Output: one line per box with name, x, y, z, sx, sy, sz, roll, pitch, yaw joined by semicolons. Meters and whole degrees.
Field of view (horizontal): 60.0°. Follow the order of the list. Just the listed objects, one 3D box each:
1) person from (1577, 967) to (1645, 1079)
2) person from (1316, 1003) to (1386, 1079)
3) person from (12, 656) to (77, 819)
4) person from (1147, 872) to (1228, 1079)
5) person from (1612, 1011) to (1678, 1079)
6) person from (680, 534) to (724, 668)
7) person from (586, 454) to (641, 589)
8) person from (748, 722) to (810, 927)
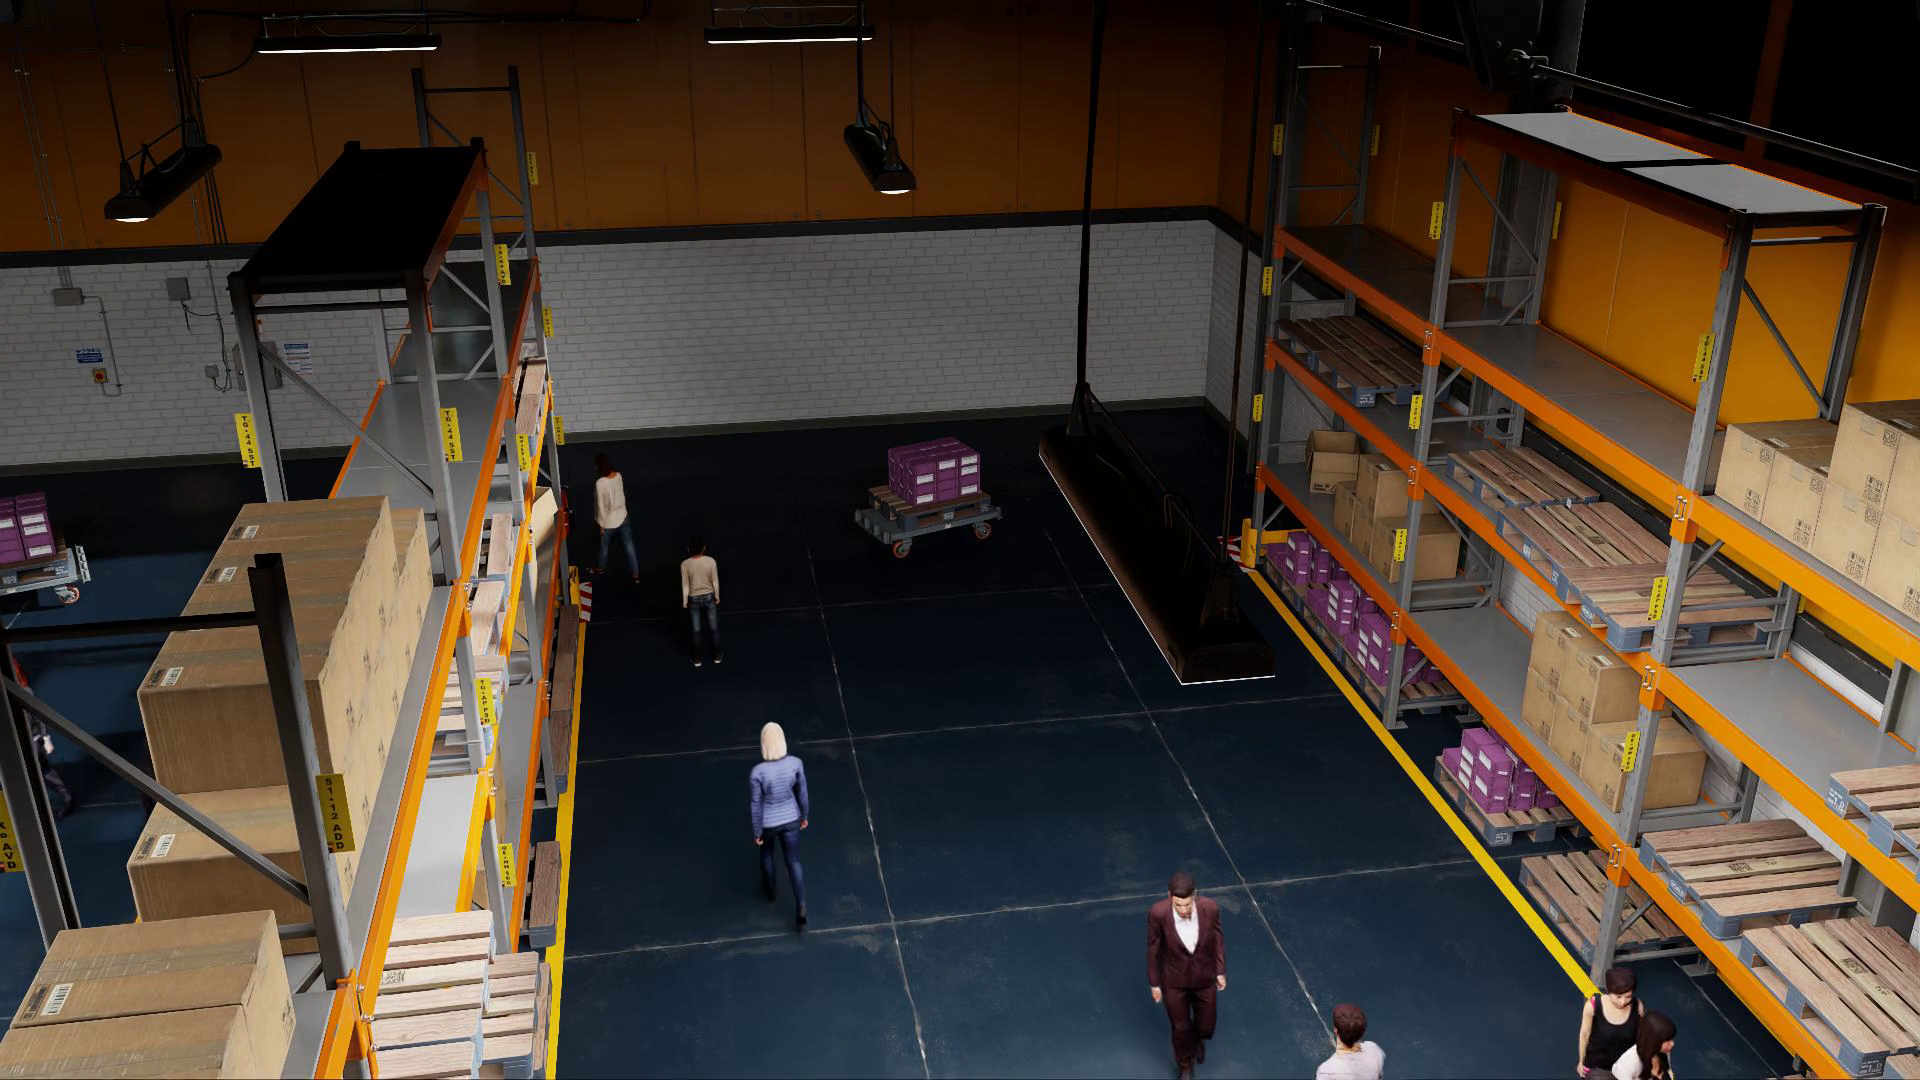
person;4.284;3.394;11.012;0.726;1.533;0.888;1;24;2
person;2.370;3.658;10.061;0.826;1.811;1.145;-11;26;-24
person;-8.094;1.755;14.522;0.900;1.724;1.220;5;24;11
person;1.573;2.995;11.550;0.812;1.833;0.907;-3;24;-7
person;4.171;3.588;10.464;0.826;1.617;1.036;-13;27;-28
person;-2.713;0.628;17.425;0.562;1.465;0.533;-6;24;-15
person;-3.918;-0.192;19.074;1.091;1.646;1.029;17;29;34
person;-1.428;2.292;13.305;0.822;1.716;1.144;-9;25;-20
